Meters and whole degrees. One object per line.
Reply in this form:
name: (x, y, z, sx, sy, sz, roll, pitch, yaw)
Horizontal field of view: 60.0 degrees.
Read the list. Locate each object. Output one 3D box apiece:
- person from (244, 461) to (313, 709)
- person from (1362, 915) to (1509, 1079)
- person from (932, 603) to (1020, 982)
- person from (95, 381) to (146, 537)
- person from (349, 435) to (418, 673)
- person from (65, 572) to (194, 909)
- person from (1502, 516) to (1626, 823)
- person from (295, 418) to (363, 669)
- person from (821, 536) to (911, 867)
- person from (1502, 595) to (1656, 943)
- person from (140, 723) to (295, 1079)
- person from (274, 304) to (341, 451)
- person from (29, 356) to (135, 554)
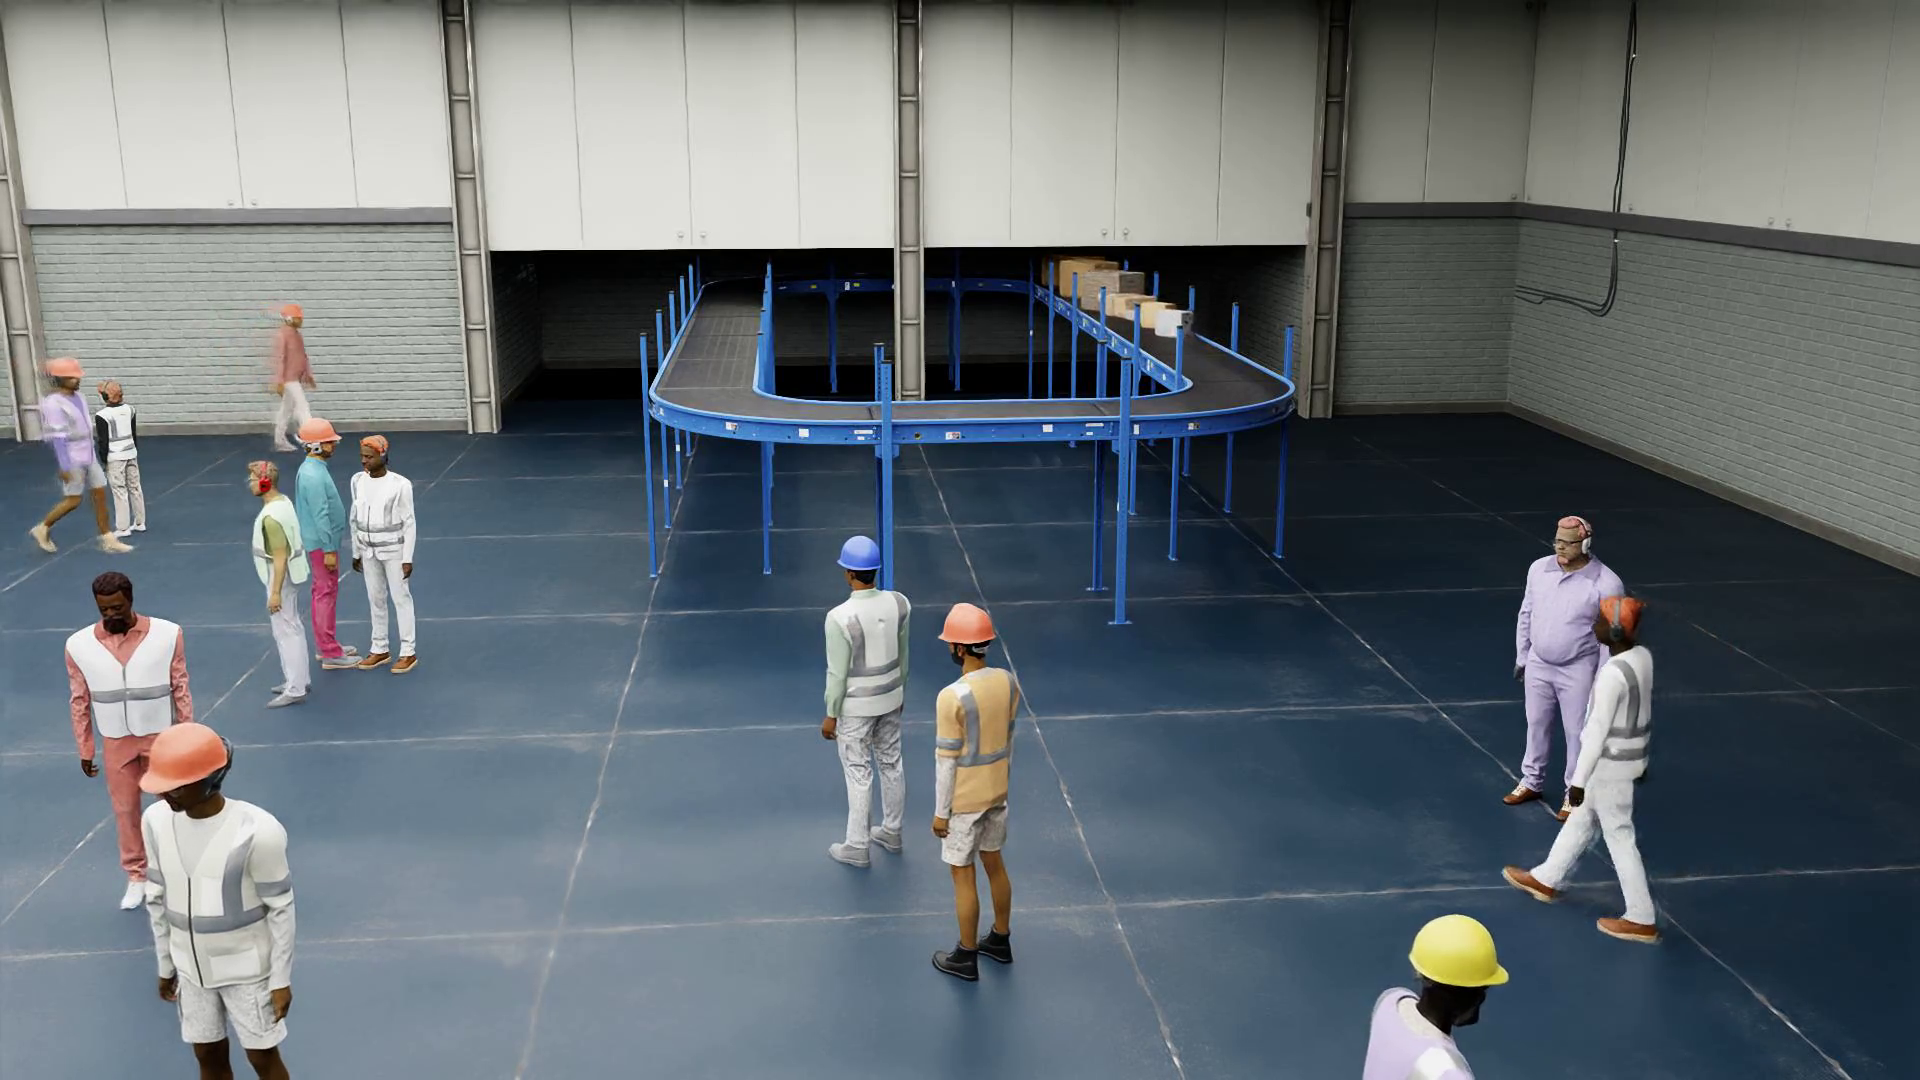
person: (-5.014, 0.320, 12.290, 0.395, 1.836, 0.584, -4, 15, -16)
person: (1.438, 2.057, 5.198, 0.426, 1.913, 0.599, -1, 14, -6)
person: (0.053, 1.258, 8.363, 0.390, 1.930, 0.540, 11, 18, 37)
person: (-8.762, -0.843, 17.343, 0.307, 1.641, 0.514, 3, 14, 14)
person: (-4.524, 0.111, 13.034, 0.575, 1.882, 0.355, 5, 15, 18)
person: (-4.515, 1.081, 9.112, 0.600, 1.907, 0.410, -5, 15, -20)
person: (3.716, 0.785, 10.284, 0.408, 1.906, 0.652, -12, 18, -40)
person: (-5.020, 0.024, 13.154, 0.377, 1.995, 0.608, -7, 16, -25)
person: (-0.545, 0.929, 9.622, 0.603, 1.949, 0.389, -13, 19, -43)
person: (3.380, 1.180, 8.855, 0.893, 1.836, 0.604, 10, 17, 35)
person: (-2.891, 1.667, 6.496, 0.609, 2.036, 0.403, 3, 14, 12)
person: (-8.638, -2.114, 21.797, 0.994, 1.940, 0.642, -1, 14, -3)
person: (-8.810, -0.824, 16.507, 0.881, 2.019, 0.619, 1, 14, 2)
